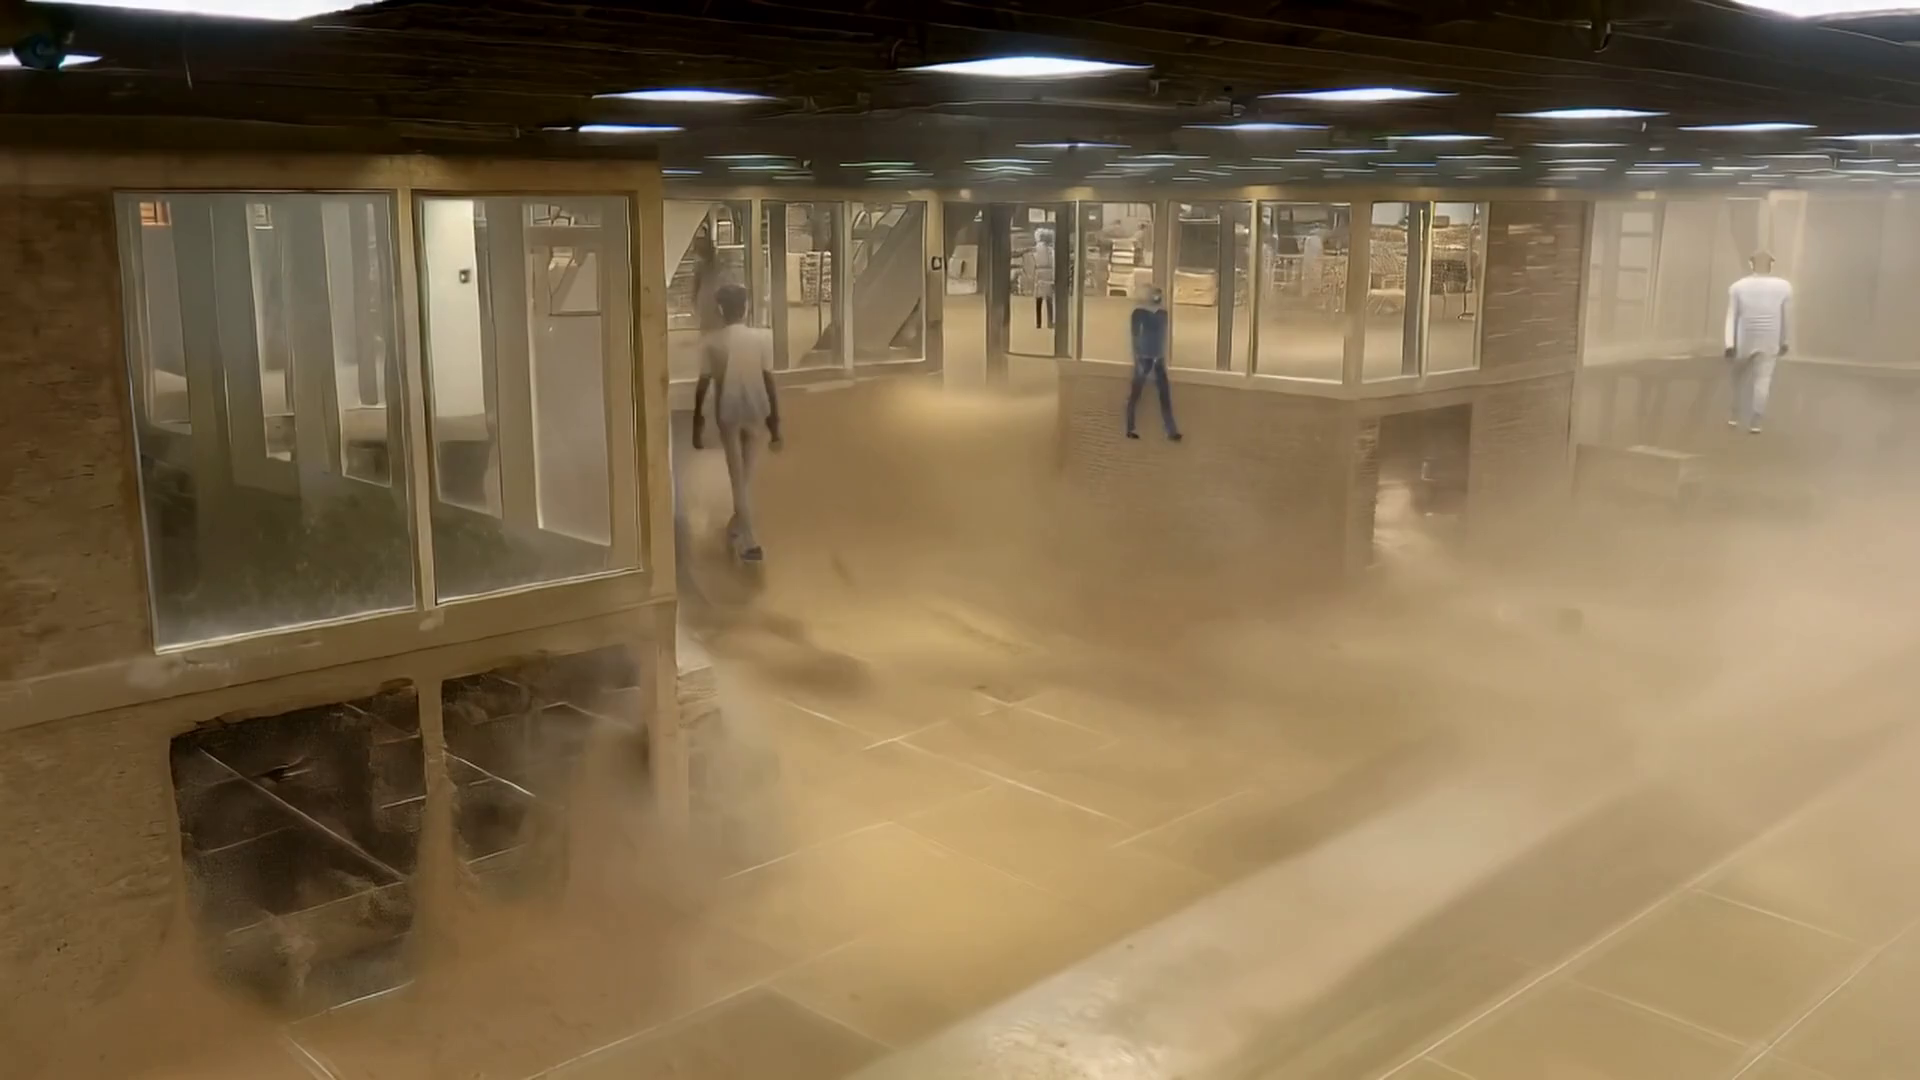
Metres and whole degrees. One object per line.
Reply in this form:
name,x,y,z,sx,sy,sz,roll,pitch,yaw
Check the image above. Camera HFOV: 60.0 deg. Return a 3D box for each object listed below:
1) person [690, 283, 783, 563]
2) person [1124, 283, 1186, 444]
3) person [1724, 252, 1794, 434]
person,-1.539,-0.798,11.165,0.556,1.824,0.931,-6,13,-28
person,1.908,-1.751,16.544,0.505,1.588,0.861,-5,13,-25
person,8.363,-2.076,17.472,0.650,1.867,0.946,5,12,22
